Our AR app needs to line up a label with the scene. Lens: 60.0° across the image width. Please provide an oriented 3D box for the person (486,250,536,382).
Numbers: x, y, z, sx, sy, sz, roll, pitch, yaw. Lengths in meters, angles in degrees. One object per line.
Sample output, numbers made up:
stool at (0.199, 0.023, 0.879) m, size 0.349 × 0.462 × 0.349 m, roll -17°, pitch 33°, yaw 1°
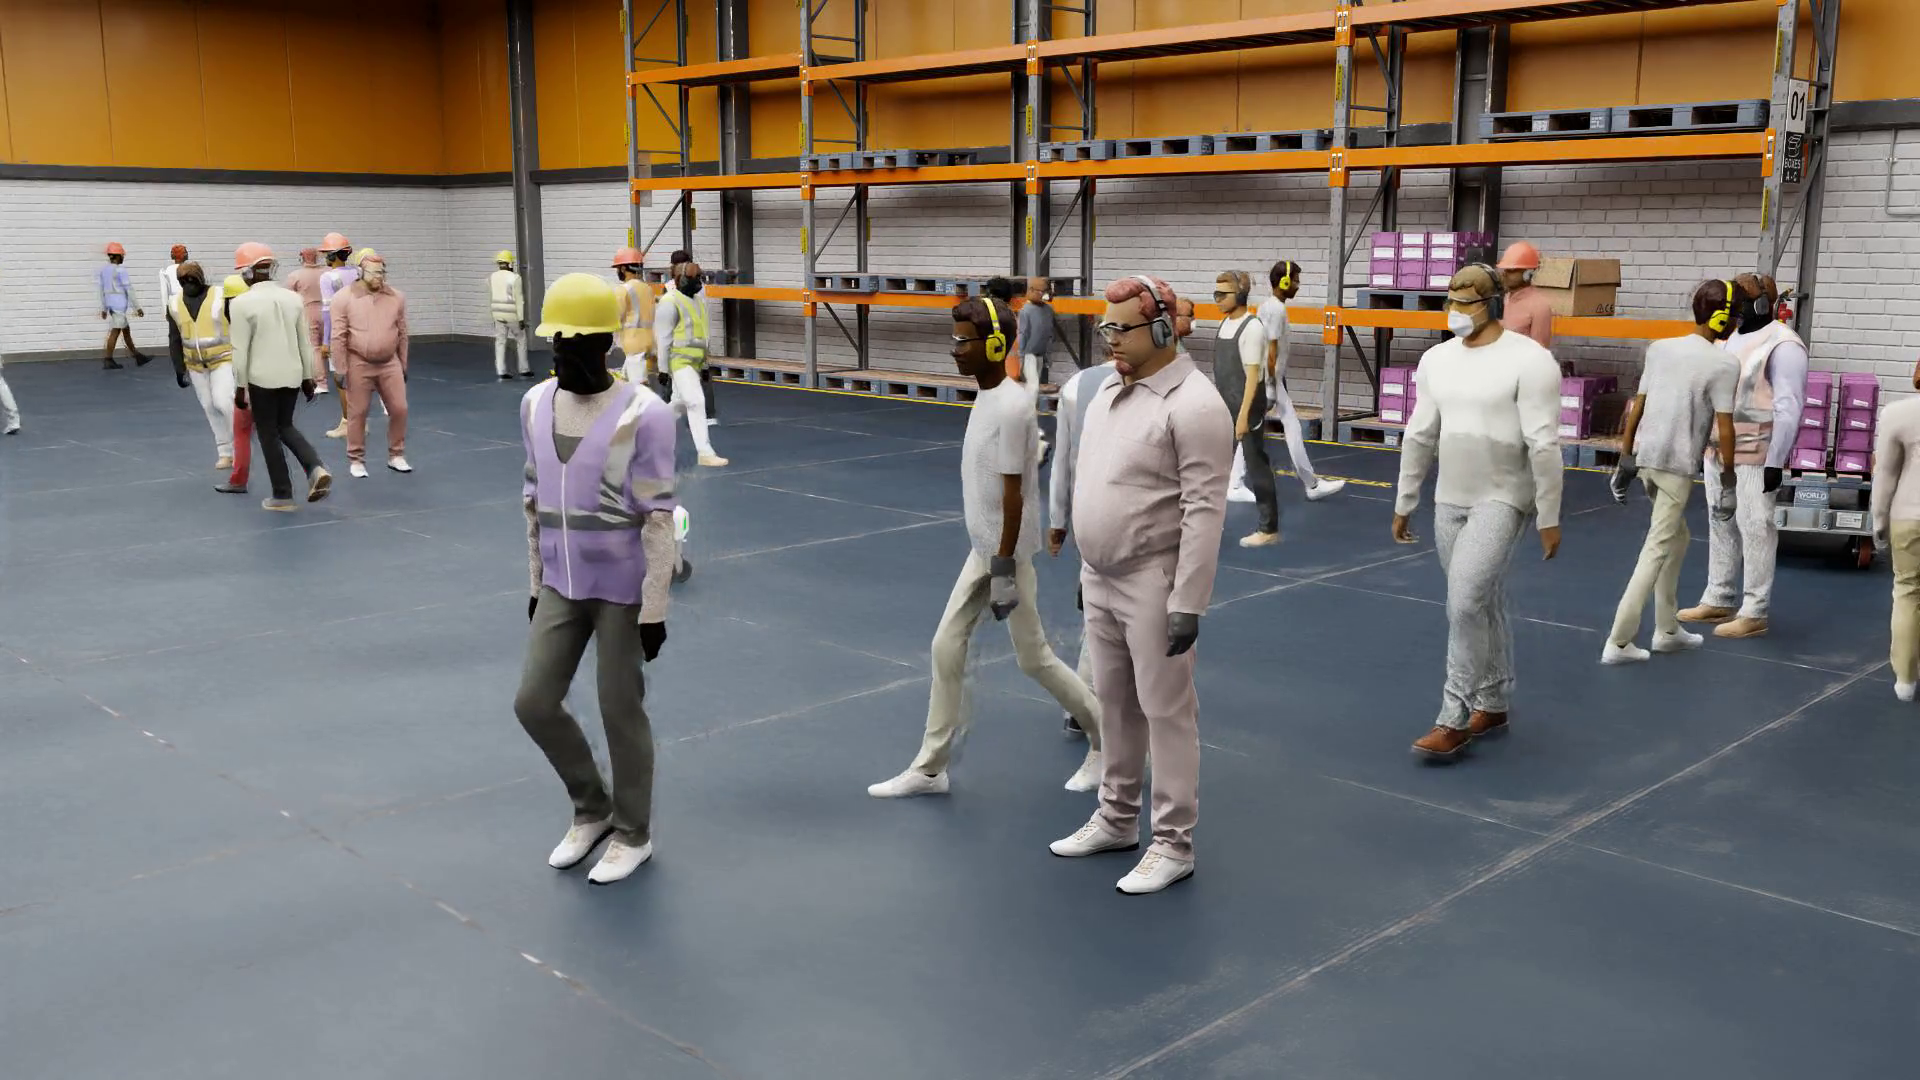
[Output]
person at (-6.252, -3.126, 23.222) m, size 0.626 × 1.800 × 0.773 m, roll 4°, pitch 11°, yaw 21°

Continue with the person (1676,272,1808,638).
person at (3.955, -0.429, 8.431) m, size 0.429 × 1.839 × 0.633 m, roll -2°, pitch 11°, yaw -9°

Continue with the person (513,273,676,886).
person at (-1.140, 0.138, 5.151) m, size 0.608 × 1.907 × 0.439 m, roll 5°, pitch 12°, yaw 27°

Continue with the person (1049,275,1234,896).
person at (0.547, 0.136, 5.184) m, size 0.409 × 1.904 × 0.639 m, roll -6°, pitch 12°, yaw -28°

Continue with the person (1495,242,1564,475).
person at (4.000, -1.118, 11.818) m, size 0.706 × 1.977 × 0.628 m, roll -2°, pitch 11°, yaw -11°

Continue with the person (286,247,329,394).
person at (-8.415, -2.825, 21.446) m, size 0.965 × 1.863 × 0.646 m, roll 8°, pitch 13°, yaw 37°

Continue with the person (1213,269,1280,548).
person at (1.700, -0.818, 10.665) m, size 0.933 × 1.795 × 0.535 m, roll -4°, pitch 11°, yaw -23°

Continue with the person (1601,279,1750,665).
person at (3.410, -0.310, 7.848) m, size 0.807 × 1.811 × 0.507 m, roll -4°, pitch 11°, yaw -22°

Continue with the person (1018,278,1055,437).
person at (0.757, -1.821, 16.667) m, size 0.531 × 1.595 × 0.499 m, roll 9°, pitch 14°, yaw 41°

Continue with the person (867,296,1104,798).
person at (0.191, 0.042, 5.938) m, size 0.959 × 1.828 × 0.535 m, roll -3°, pitch 11°, yaw -14°

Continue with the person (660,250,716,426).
person at (-2.954, -2.151, 17.760) m, size 1.030 × 1.857 × 0.607 m, roll 8°, pitch 13°, yaw 38°

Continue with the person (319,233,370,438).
person at (-6.183, -2.035, 16.636) m, size 0.372 × 2.044 × 0.607 m, roll 3°, pitch 11°, yaw 15°

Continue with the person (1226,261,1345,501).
person at (2.473, -1.188, 12.620) m, size 0.960 × 1.818 × 0.531 m, roll -1°, pitch 10°, yaw -5°

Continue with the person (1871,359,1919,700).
person at (4.135, -0.071, 7.060) m, size 0.515 × 1.615 × 0.571 m, roll 7°, pitch 13°, yaw 35°

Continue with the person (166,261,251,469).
person at (-6.473, -1.494, 14.341) m, size 0.665 × 1.807 × 0.498 m, roll 1°, pitch 10°, yaw 4°

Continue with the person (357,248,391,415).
person at (-6.693, -2.350, 18.790) m, size 0.955 × 1.888 × 0.602 m, roll 10°, pitch 14°, yaw 42°

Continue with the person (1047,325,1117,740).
person at (0.709, -0.112, 6.861) m, size 0.586 × 1.777 × 0.905 m, roll 10°, pitch 14°, yaw 43°

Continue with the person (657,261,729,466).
person at (-2.499, -1.565, 14.759) m, size 0.922 × 1.806 × 0.629 m, roll 3°, pitch 11°, yaw 17°

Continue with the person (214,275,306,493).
person at (-5.414, -1.195, 12.937) m, size 0.877 × 1.719 × 0.544 m, roll 3°, pitch 11°, yaw 16°

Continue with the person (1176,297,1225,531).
person at (1.536, -0.810, 11.147) m, size 0.658 × 1.610 × 0.506 m, roll 3°, pitch 11°, yaw 15°

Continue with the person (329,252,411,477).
person at (-4.941, -1.460, 13.958) m, size 0.675 × 1.884 × 0.426 m, roll -8°, pitch 13°, yaw -39°

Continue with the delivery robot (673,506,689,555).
delivery robot at (-1.949, -0.067, 9.706) m, size 0.707 × 0.478 × 0.477 m, roll -4°, pitch 11°, yaw -19°

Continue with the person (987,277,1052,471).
person at (0.397, -1.361, 13.918) m, size 0.671 × 1.678 × 0.537 m, roll 4°, pitch 11°, yaw 22°

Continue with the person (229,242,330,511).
person at (-4.988, -1.171, 12.108) m, size 0.550 × 1.969 × 0.627 m, roll 5°, pitch 12°, yaw 28°

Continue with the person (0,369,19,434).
person at (-9.900, -1.901, 16.846) m, size 0.726 × 1.697 × 0.592 m, roll 2°, pitch 11°, yaw 11°

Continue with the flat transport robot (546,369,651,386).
flat transport robot at (-4.823, -2.155, 22.125) m, size 1.431 × 0.197 × 0.652 m, roll 9°, pitch 14°, yaw 41°

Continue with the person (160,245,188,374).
person at (-11.249, -3.328, 24.123) m, size 0.575 × 1.883 × 0.355 m, roll -2°, pitch 11°, yaw -10°

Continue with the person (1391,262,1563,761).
person at (1.931, -0.109, 6.472) m, size 0.819 × 1.908 × 0.662 m, roll -6°, pitch 12°, yaw -30°

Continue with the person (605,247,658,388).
person at (-3.236, -1.855, 16.054) m, size 0.855 × 1.898 × 0.547 m, roll 3°, pitch 11°, yaw 15°

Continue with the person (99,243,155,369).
person at (-12.753, -3.568, 25.404) m, size 0.555 × 1.890 × 0.971 m, roll 7°, pitch 12°, yaw 33°
